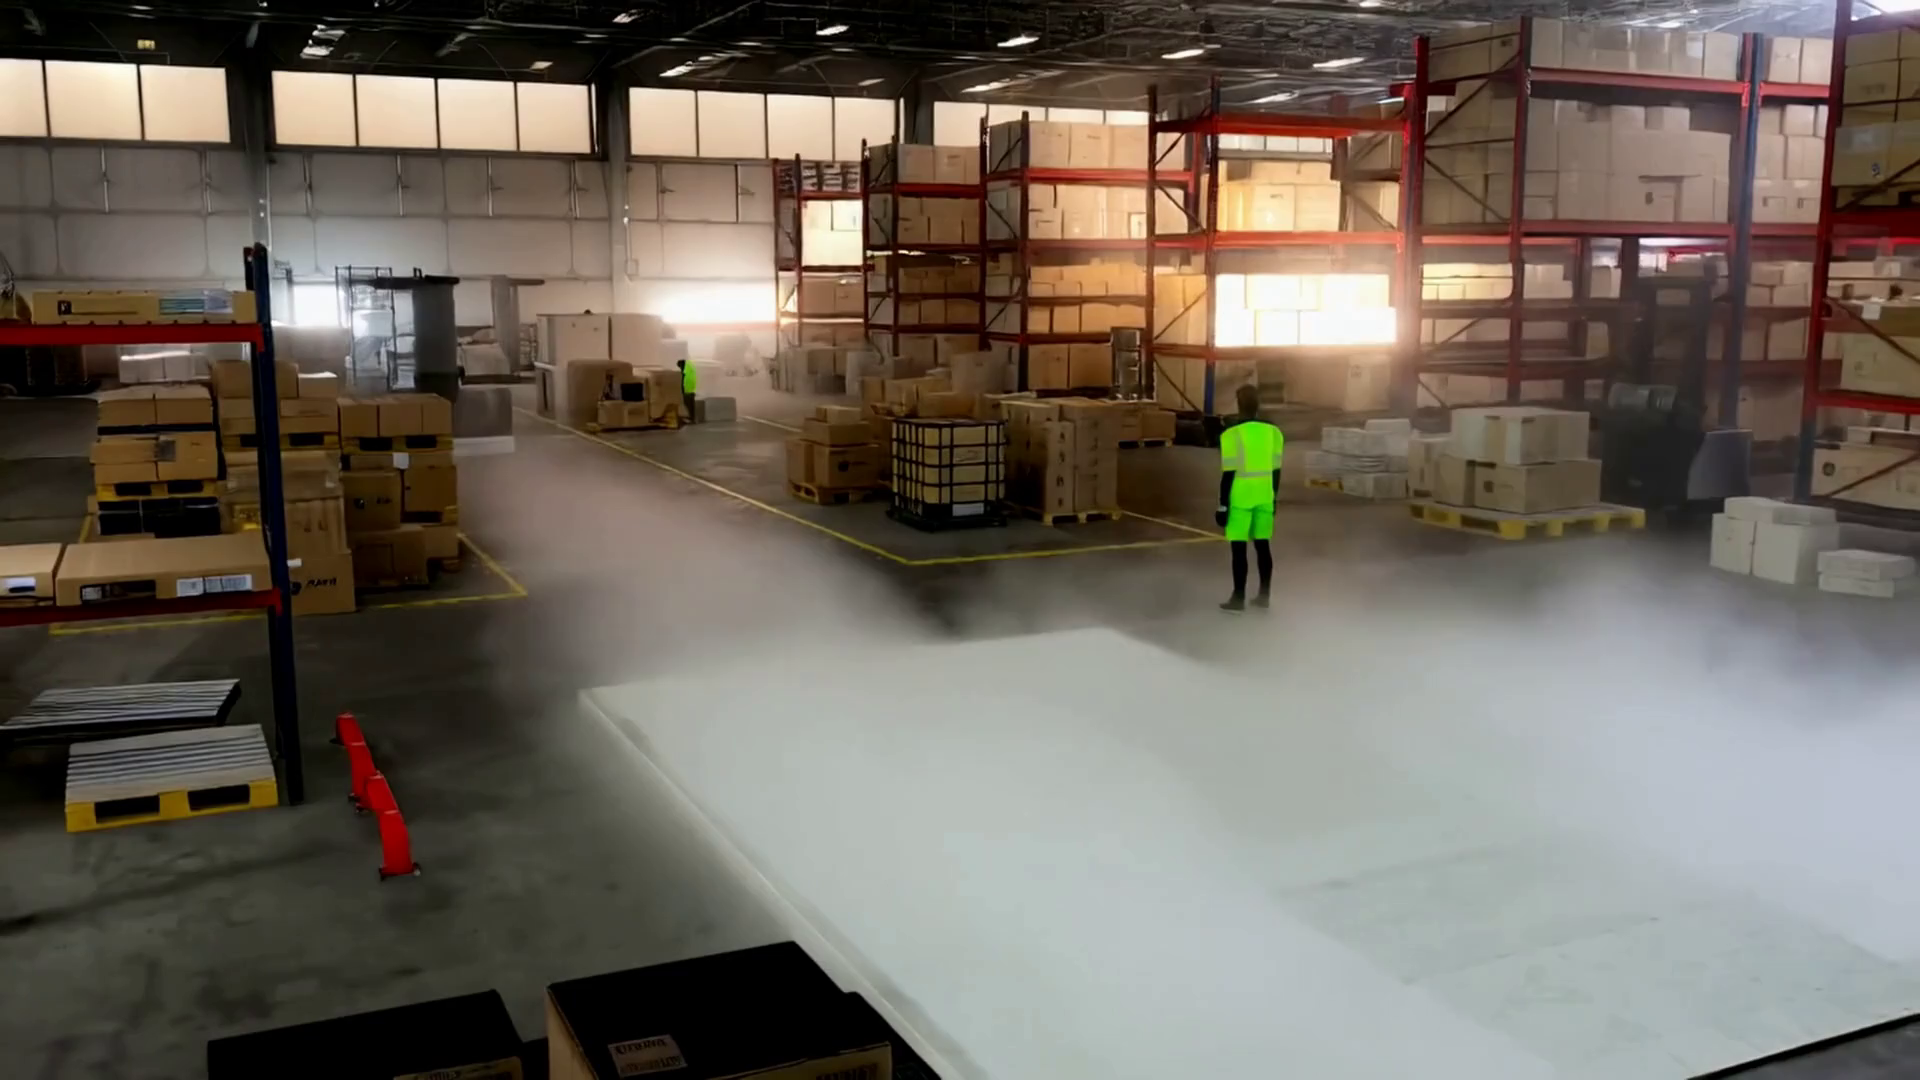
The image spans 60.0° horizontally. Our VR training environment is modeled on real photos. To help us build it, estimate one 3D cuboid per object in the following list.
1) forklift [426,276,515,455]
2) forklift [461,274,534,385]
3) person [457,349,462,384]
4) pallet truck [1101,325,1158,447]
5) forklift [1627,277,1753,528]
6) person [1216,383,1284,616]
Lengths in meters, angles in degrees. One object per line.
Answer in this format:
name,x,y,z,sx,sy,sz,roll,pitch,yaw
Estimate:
forklift,-8.069,-2.737,26.069,1.873,2.768,1.129,-4,10,-25
forklift,-11.676,-5.344,42.246,1.873,2.768,1.129,-4,10,-25
person,-8.691,-2.602,27.972,0.608,1.995,0.377,-4,10,-25
pallet truck,2.881,-2.596,27.923,0.823,1.965,1.885,-1,9,-7
forklift,8.137,-1.626,19.174,1.873,2.768,1.129,-4,10,-25
person,2.433,-0.339,14.037,0.602,1.960,0.368,-4,10,-25
